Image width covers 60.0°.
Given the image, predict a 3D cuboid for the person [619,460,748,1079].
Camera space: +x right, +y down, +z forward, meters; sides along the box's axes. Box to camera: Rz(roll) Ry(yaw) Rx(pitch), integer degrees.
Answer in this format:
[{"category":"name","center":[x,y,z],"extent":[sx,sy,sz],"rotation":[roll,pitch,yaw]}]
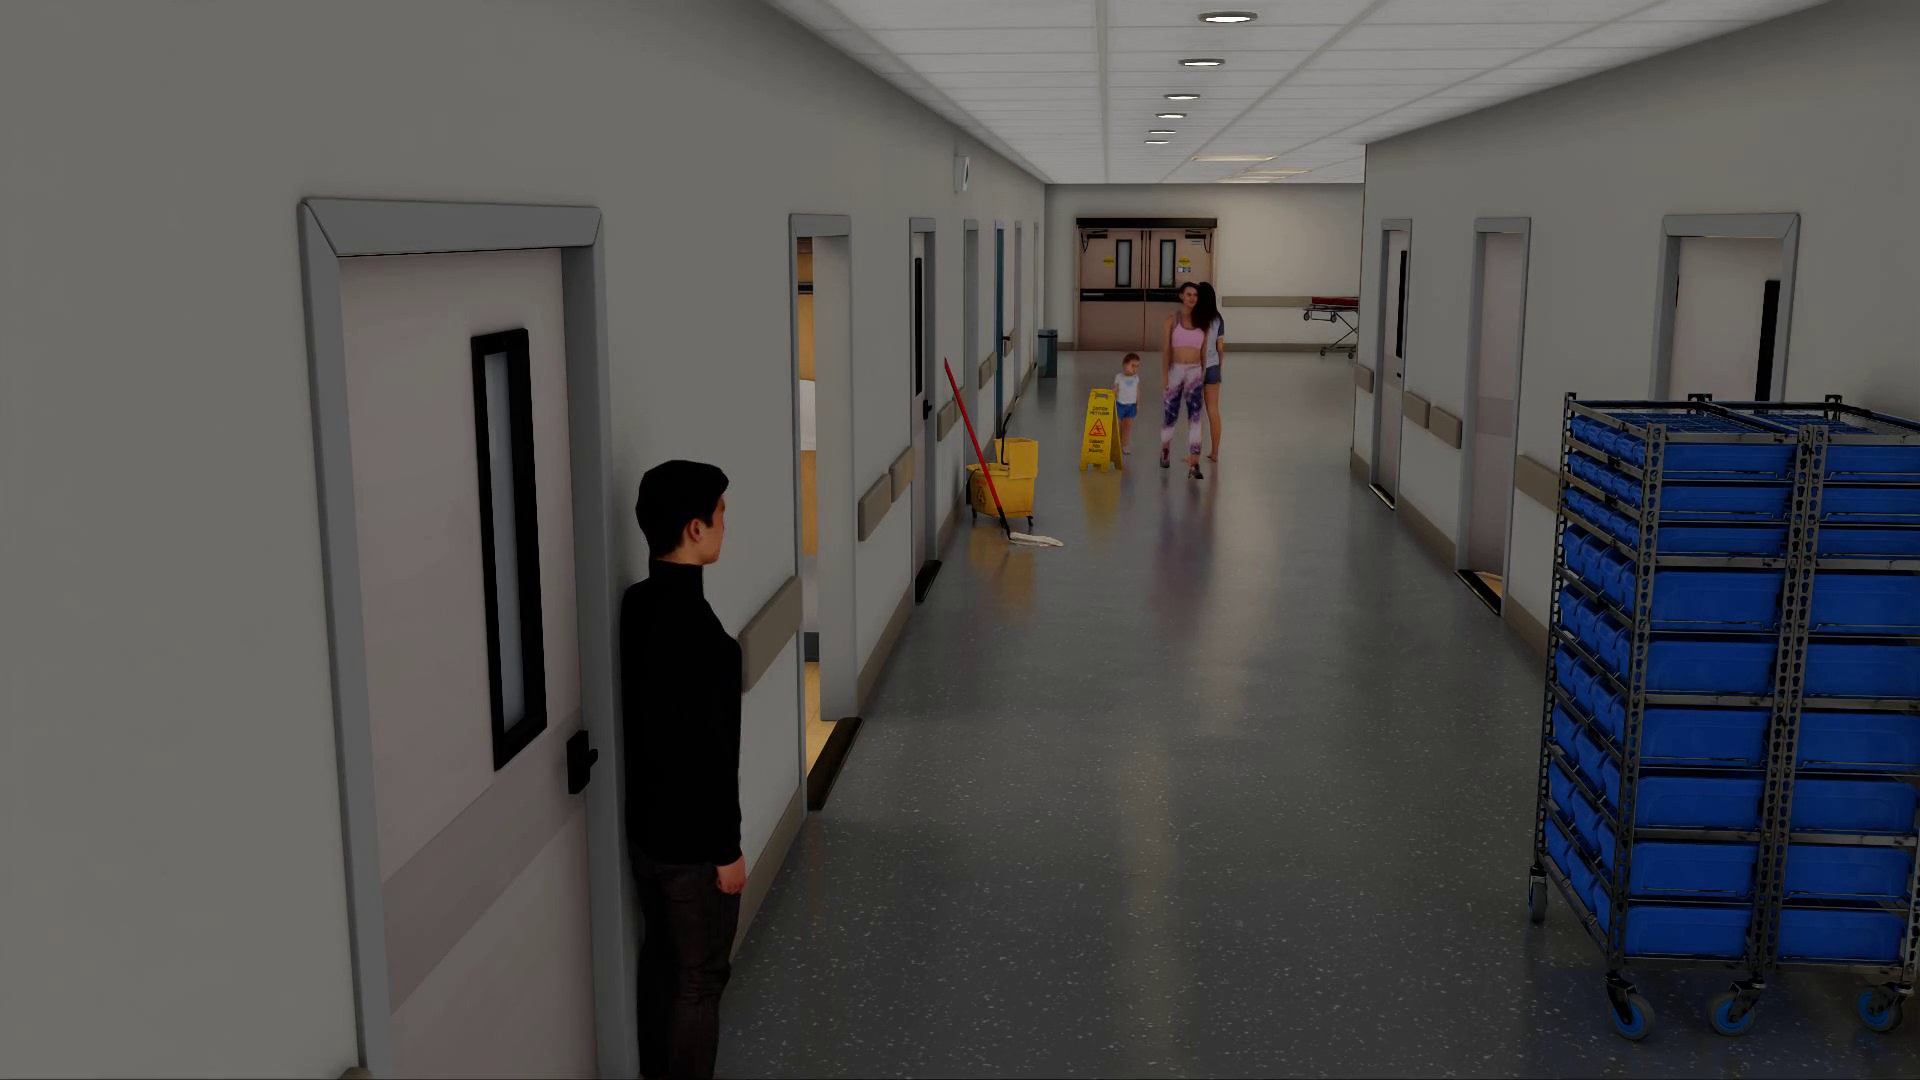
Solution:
[{"category":"person","center":[-0.681,0.662,4.047],"extent":[0.781,1.722,0.689],"rotation":[-7,13,-32]}]

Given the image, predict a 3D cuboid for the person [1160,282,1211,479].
[{"category":"person","center":[1.996,-1.432,15.059],"extent":[0.702,1.730,1.209],"rotation":[0,11,-2]}]

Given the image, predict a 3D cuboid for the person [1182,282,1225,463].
[{"category":"person","center":[2.334,-1.619,16.035],"extent":[0.647,1.733,0.623],"rotation":[-3,11,-14]}]

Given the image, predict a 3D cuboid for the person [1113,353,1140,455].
[{"category":"person","center":[1.655,-1.365,16.658],"extent":[0.509,1.001,0.717],"rotation":[-1,11,-4]}]
